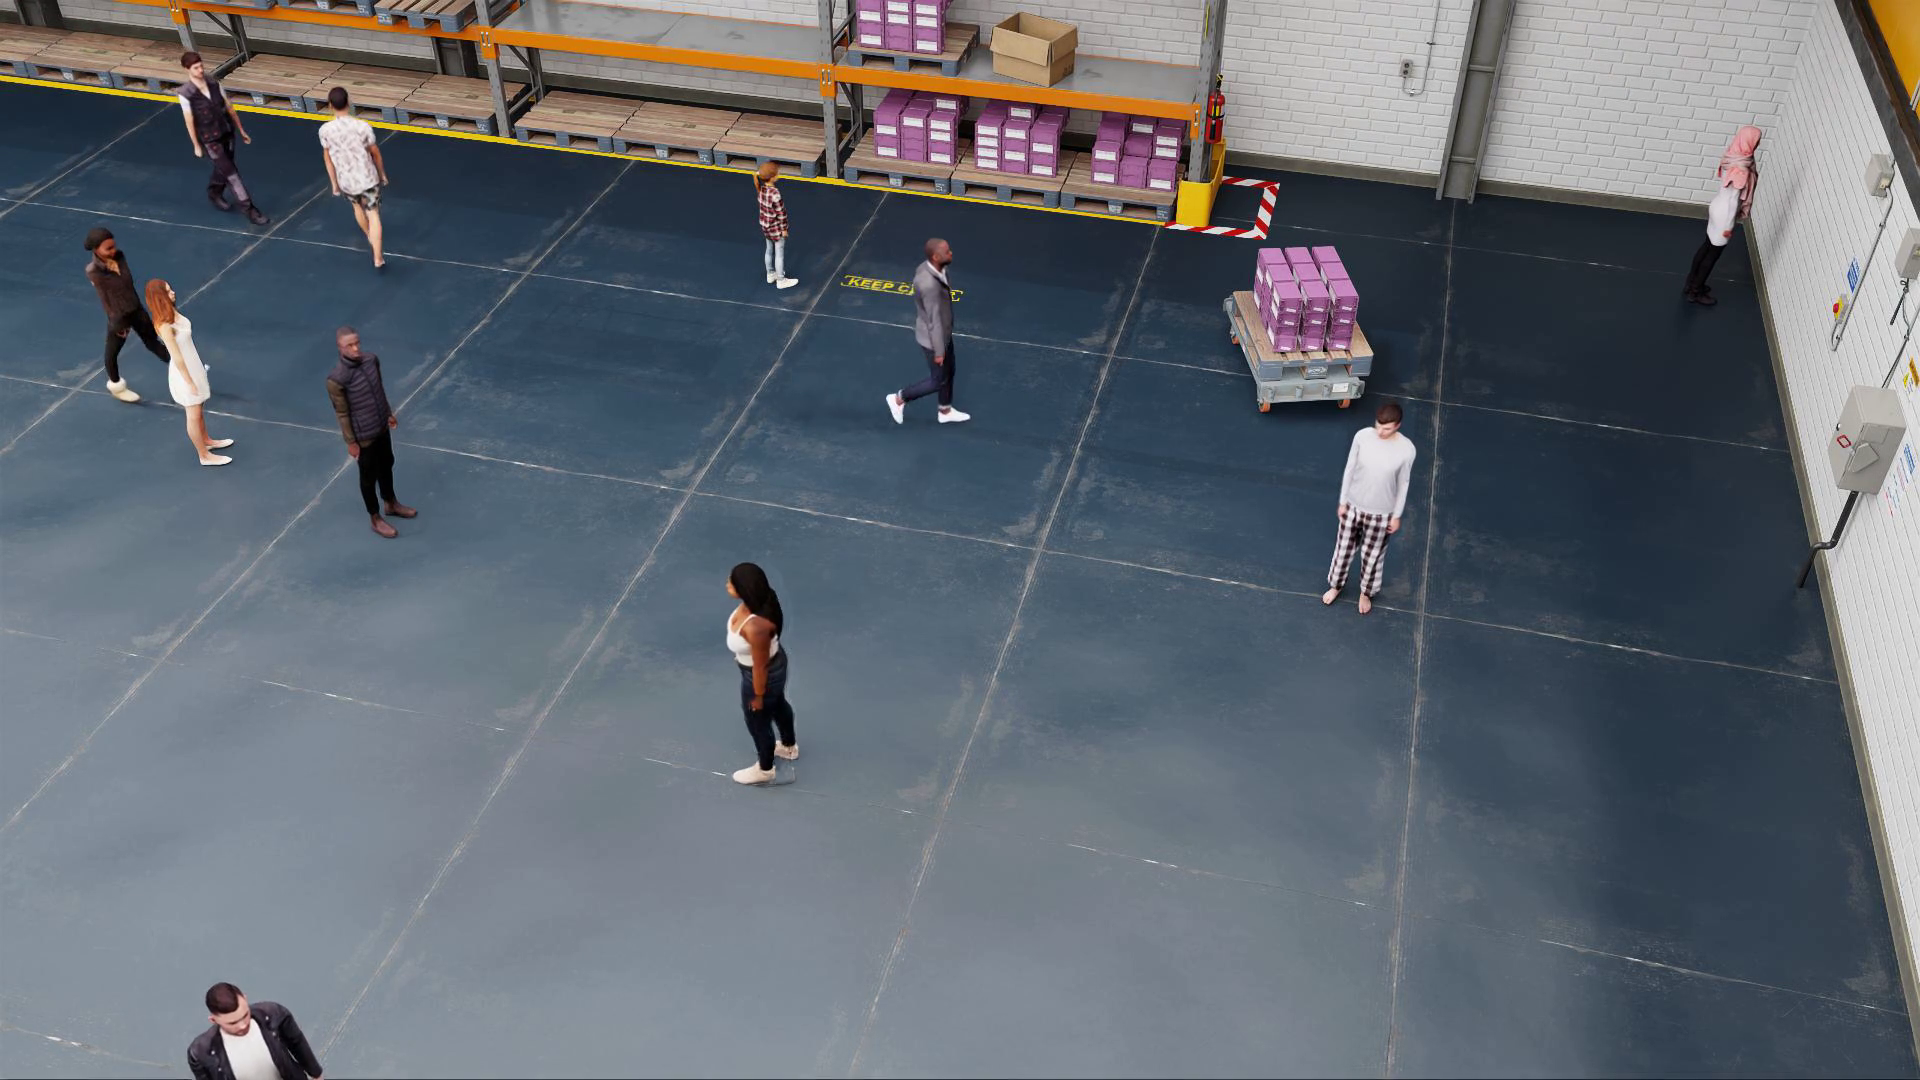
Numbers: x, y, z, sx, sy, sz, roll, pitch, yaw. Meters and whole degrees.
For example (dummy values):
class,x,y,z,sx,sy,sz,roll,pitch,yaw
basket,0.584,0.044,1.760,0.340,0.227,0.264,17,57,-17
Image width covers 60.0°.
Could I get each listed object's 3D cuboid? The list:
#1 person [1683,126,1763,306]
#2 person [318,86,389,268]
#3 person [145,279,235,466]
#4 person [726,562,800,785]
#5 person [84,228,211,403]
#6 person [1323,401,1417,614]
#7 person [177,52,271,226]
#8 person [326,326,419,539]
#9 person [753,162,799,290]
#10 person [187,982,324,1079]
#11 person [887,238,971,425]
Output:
class,x,y,z,sx,sy,sz,roll,pitch,yaw
person,7.280,-3.100,15.868,0.636,1.803,0.662,3,39,4
person,-5.948,-3.544,16.438,1.171,1.785,1.061,-7,39,-9
person,-6.441,-1.408,13.821,0.671,1.712,0.644,-9,40,-12
person,-1.251,0.868,10.896,0.750,1.808,0.732,1,39,2
person,-7.179,-1.921,14.538,1.072,1.620,0.635,10,40,12
person,3.035,-0.270,12.291,0.551,1.845,0.729,18,42,21
person,-7.749,-4.170,17.205,1.244,1.805,0.847,19,42,22
person,-4.650,-0.875,13.056,0.599,1.835,0.713,14,41,17
person,-1.825,-3.086,16.249,0.685,1.306,0.611,-27,46,-29
person,-3.548,2.803,8.468,0.973,1.812,1.097,-29,47,-31
person,-0.289,-1.727,14.150,0.991,1.800,0.800,4,39,5
